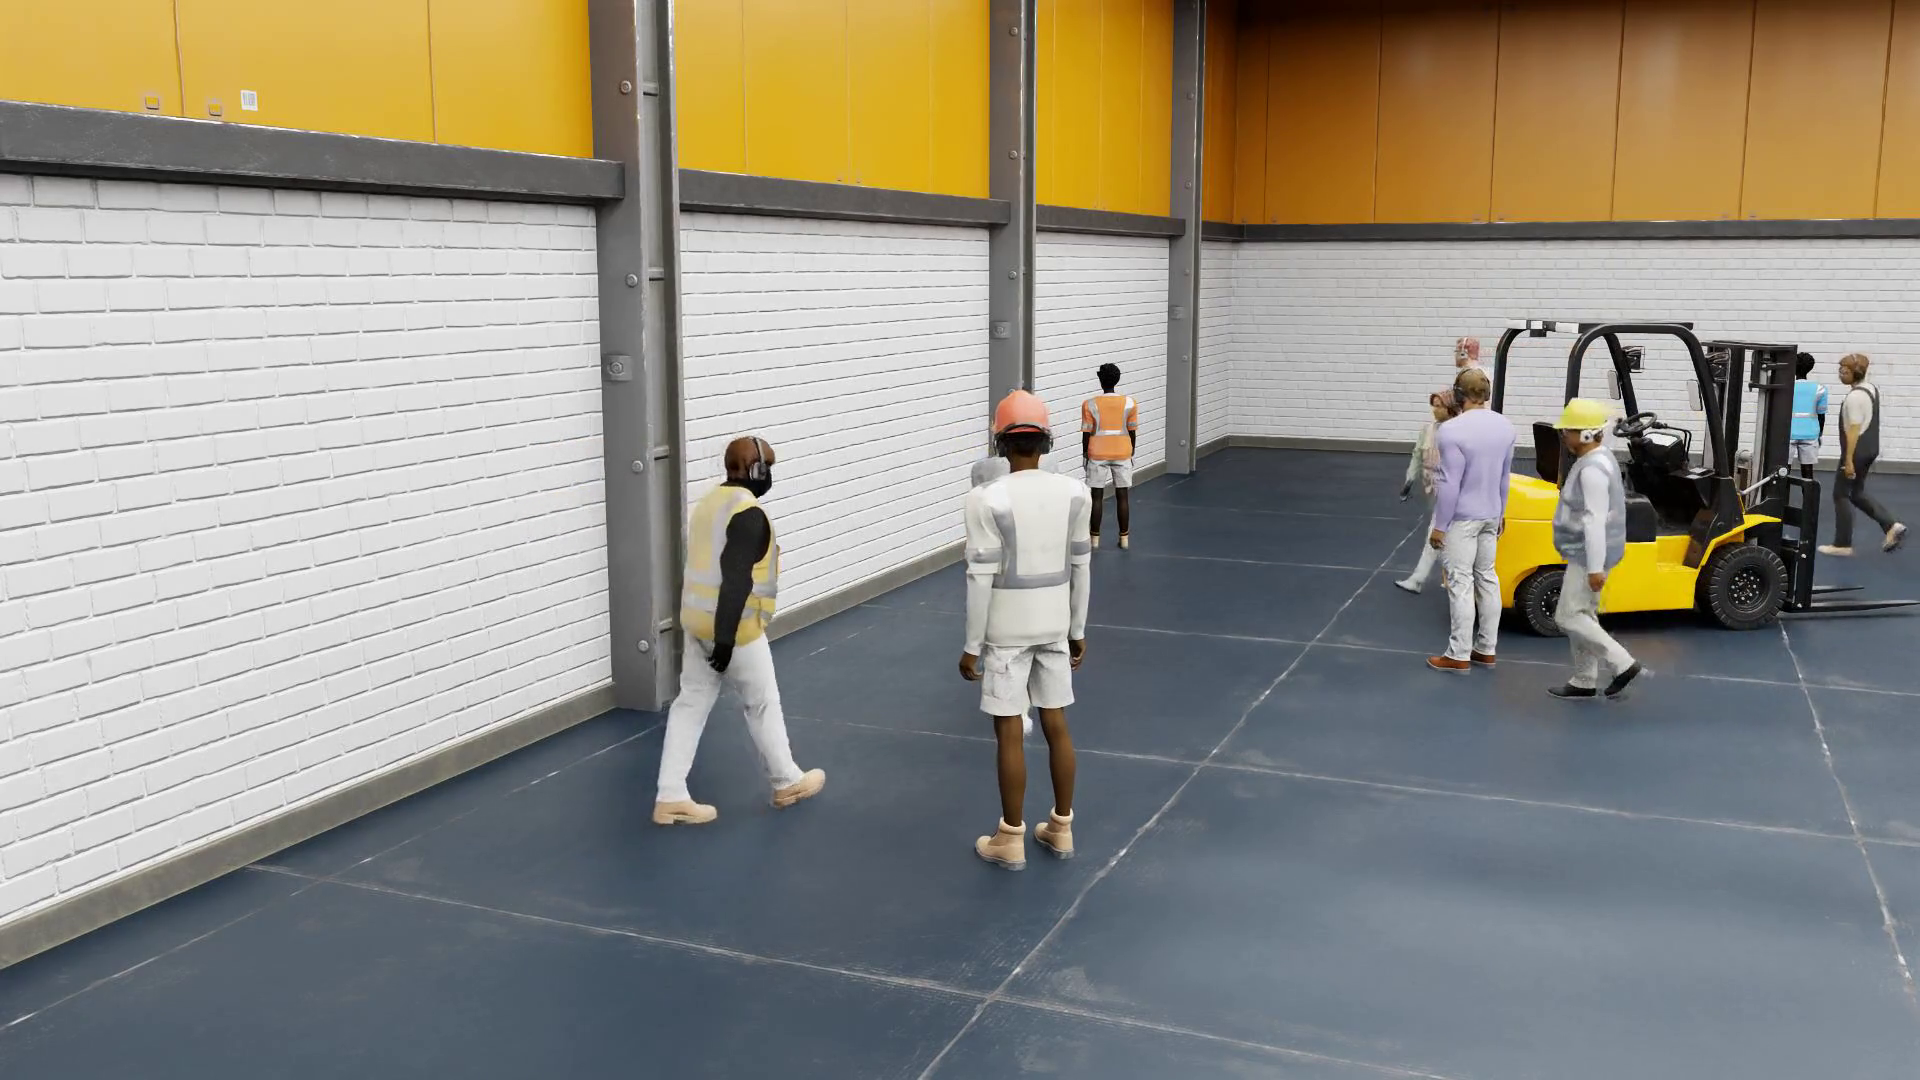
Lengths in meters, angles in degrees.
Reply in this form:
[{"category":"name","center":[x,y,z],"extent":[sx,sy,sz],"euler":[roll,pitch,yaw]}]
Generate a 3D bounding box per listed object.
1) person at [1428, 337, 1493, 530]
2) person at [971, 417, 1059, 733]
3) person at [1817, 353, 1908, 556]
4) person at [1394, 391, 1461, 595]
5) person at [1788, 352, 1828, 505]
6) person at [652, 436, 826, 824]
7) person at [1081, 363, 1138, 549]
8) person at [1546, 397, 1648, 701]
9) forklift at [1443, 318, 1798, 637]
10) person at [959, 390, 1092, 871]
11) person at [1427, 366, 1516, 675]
[{"category":"person","center":[4.783,-0.994,15.913],"extent":[0.656,1.882,0.678],"euler":[8,12,38]},{"category":"person","center":[0.326,0.120,9.415],"extent":[0.518,1.808,1.022],"euler":[1,9,6]},{"category":"person","center":[7.902,-0.725,14.514],"extent":[0.557,1.816,0.623],"euler":[-8,12,-40]},{"category":"person","center":[3.735,-0.367,13.020],"extent":[0.875,1.595,0.529],"euler":[-4,10,-25]},{"category":"person","center":[8.458,-1.044,16.809],"extent":[0.541,1.696,0.315],"euler":[1,9,8]},{"category":"person","center":[-1.043,0.414,7.753],"extent":[0.966,1.769,0.635],"euler":[-6,11,-34]},{"category":"person","center":[1.350,-0.753,15.065],"extent":[0.531,1.694,0.320],"euler":[-1,9,-4]},{"category":"person","center":[3.675,0.081,9.651],"extent":[0.528,1.817,0.585],"euler":[5,10,26]},{"category":"forklift","center":[4.706,-0.497,11.990],"extent":[2.313,2.155,1.214],"euler":[-2,10,-10]},{"category":"person","center":[0.266,0.382,7.123],"extent":[0.614,2.039,0.387],"euler":[-5,11,-29]},{"category":"person","center":[3.213,-0.120,10.482],"extent":[0.635,1.936,0.350],"euler":[-6,11,-33]}]
